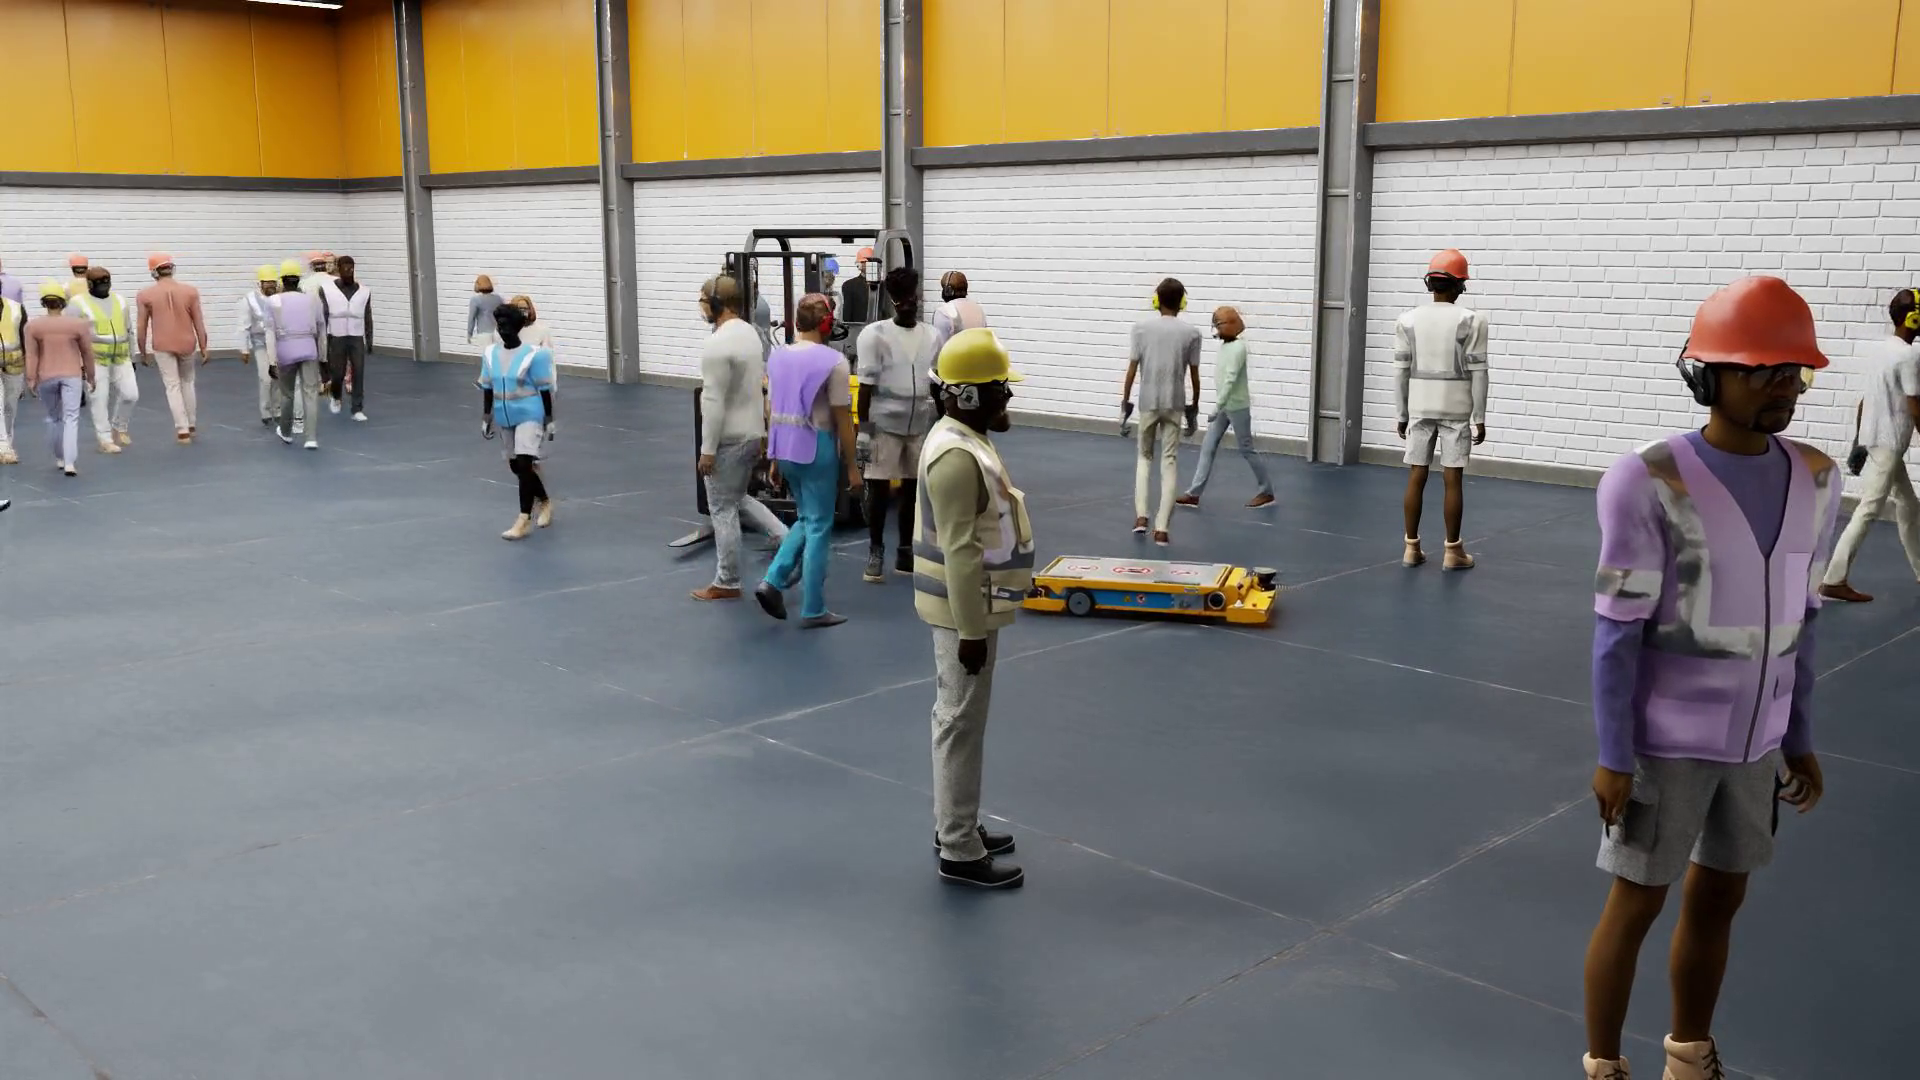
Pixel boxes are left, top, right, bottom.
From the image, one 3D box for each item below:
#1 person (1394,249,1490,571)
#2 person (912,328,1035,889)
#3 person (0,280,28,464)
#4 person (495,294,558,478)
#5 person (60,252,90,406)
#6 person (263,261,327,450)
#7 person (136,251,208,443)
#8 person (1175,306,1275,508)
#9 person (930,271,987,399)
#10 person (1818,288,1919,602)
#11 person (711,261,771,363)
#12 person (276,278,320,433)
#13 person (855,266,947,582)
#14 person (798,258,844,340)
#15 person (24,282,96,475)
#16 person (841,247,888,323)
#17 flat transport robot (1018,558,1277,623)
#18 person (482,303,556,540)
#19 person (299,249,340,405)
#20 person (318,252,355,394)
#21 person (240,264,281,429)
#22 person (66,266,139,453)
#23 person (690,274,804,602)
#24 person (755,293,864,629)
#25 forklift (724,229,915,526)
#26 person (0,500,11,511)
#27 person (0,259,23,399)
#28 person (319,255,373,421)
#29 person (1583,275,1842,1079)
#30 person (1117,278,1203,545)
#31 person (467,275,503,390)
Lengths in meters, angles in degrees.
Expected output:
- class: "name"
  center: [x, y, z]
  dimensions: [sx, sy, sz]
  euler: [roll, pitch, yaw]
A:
- class: "person"
  center: [3.066, -0.821, 10.612]
  dimensions: [0.608, 2.044, 0.370]
  euler: [7, 12, 33]
- class: "person"
  center: [0.045, 0.219, 5.514]
  dimensions: [0.403, 1.834, 0.589]
  euler: [0, 10, -1]
- class: "person"
  center: [-9.166, -1.636, 15.826]
  dimensions: [0.955, 1.795, 0.614]
  euler: [10, 14, 42]
- class: "person"
  center: [-3.820, -1.353, 14.693]
  dimensions: [0.512, 1.614, 0.586]
  euler: [-4, 11, -19]
- class: "person"
  center: [-11.019, -2.652, 20.942]
  dimensions: [0.557, 1.928, 0.659]
  euler: [-5, 11, -24]
- class: "person"
  center: [-6.691, -1.862, 16.750]
  dimensions: [0.615, 1.869, 0.997]
  euler: [-7, 13, -34]
- class: "person"
  center: [-8.188, -2.000, 17.251]
  dimensions: [0.642, 1.958, 0.877]
  euler: [-7, 13, -34]
- class: "person"
  center: [2.096, -1.023, 12.956]
  dimensions: [0.850, 1.580, 0.498]
  euler: [-3, 11, -13]
- class: "person"
  center: [-0.033, -1.375, 14.229]
  dimensions: [0.431, 1.836, 0.619]
  euler: [8, 13, 36]
- class: "person"
  center: [5.488, -0.527, 9.610]
  dimensions: [0.957, 1.823, 0.512]
  euler: [2, 11, 8]
- class: "person"
  center: [-1.910, -1.465, 14.409]
  dimensions: [0.635, 1.937, 0.353]
  euler: [7, 13, 35]
- class: "person"
  center: [-7.229, -2.036, 18.056]
  dimensions: [0.312, 1.743, 0.493]
  euler: [5, 11, 24]
- class: "person"
  center: [-0.370, -0.699, 10.225]
  dimensions: [0.704, 1.945, 0.459]
  euler: [-6, 12, -32]
- class: "person"
  center: [-1.566, -2.165, 18.340]
  dimensions: [0.612, 1.904, 0.975]
  euler: [-7, 12, -32]
- class: "person"
  center: [-8.060, -1.445, 14.919]
  dimensions: [0.536, 1.712, 0.884]
  euler: [-4, 11, -20]
- class: "person"
  center: [-1.067, -2.333, 18.984]
  dimensions: [0.612, 1.997, 0.375]
  euler: [-7, 13, -35]
- class: "flat transport robot"
  center: [1.062, 0.269, 9.507]
  dimensions: [1.431, 0.197, 0.652]
  euler: [3, 11, 15]
- class: "person"
  center: [-3.102, -0.867, 11.888]
  dimensions: [0.532, 1.662, 0.717]
  euler: [5, 11, 25]
- class: "person"
  center: [-7.900, -2.639, 20.730]
  dimensions: [0.623, 1.968, 0.725]
  euler: [-2, 11, -9]
- class: "person"
  center: [-8.434, -2.910, 22.380]
  dimensions: [0.653, 1.906, 0.405]
  euler: [-3, 11, -18]
- class: "person"
  center: [-7.645, -2.153, 18.519]
  dimensions: [0.563, 1.804, 0.623]
  euler: [10, 15, 44]
- class: "person"
  center: [-8.388, -1.760, 16.320]
  dimensions: [0.437, 1.831, 0.653]
  euler: [8, 13, 36]
- class: "person"
  center: [-1.237, -0.569, 9.596]
  dimensions: [0.635, 1.921, 0.633]
  euler: [2, 11, 10]
- class: "person"
  center: [-0.821, -0.410, 8.964]
  dimensions: [0.446, 1.828, 0.562]
  euler: [-10, 14, -43]
- class: "forklift"
  center: [-1.050, -1.319, 12.920]
  dimensions: [1.214, 2.155, 2.313]
  euler: [2, 11, 13]
- class: "person"
  center: [-7.749, -1.075, 12.451]
  dimensions: [1.006, 1.878, 0.587]
  euler: [2, 11, 10]
- class: "person"
  center: [-12.355, -2.709, 21.308]
  dimensions: [0.475, 1.898, 0.666]
  euler: [4, 11, 18]
- class: "person"
  center: [-7.093, -2.331, 19.225]
  dimensions: [0.619, 1.903, 0.569]
  euler: [-8, 13, -37]
- class: "person"
  center: [1.710, 0.435, 3.764]
  dimensions: [0.609, 2.044, 0.395]
  euler: [-3, 11, -17]
- class: "person"
  center: [1.392, -0.896, 11.587]
  dimensions: [0.574, 1.833, 0.573]
  euler: [1, 10, 8]
- class: "person"
  center: [-6.448, -2.794, 22.591]
  dimensions: [0.872, 1.581, 0.519]
  euler: [9, 13, 39]
